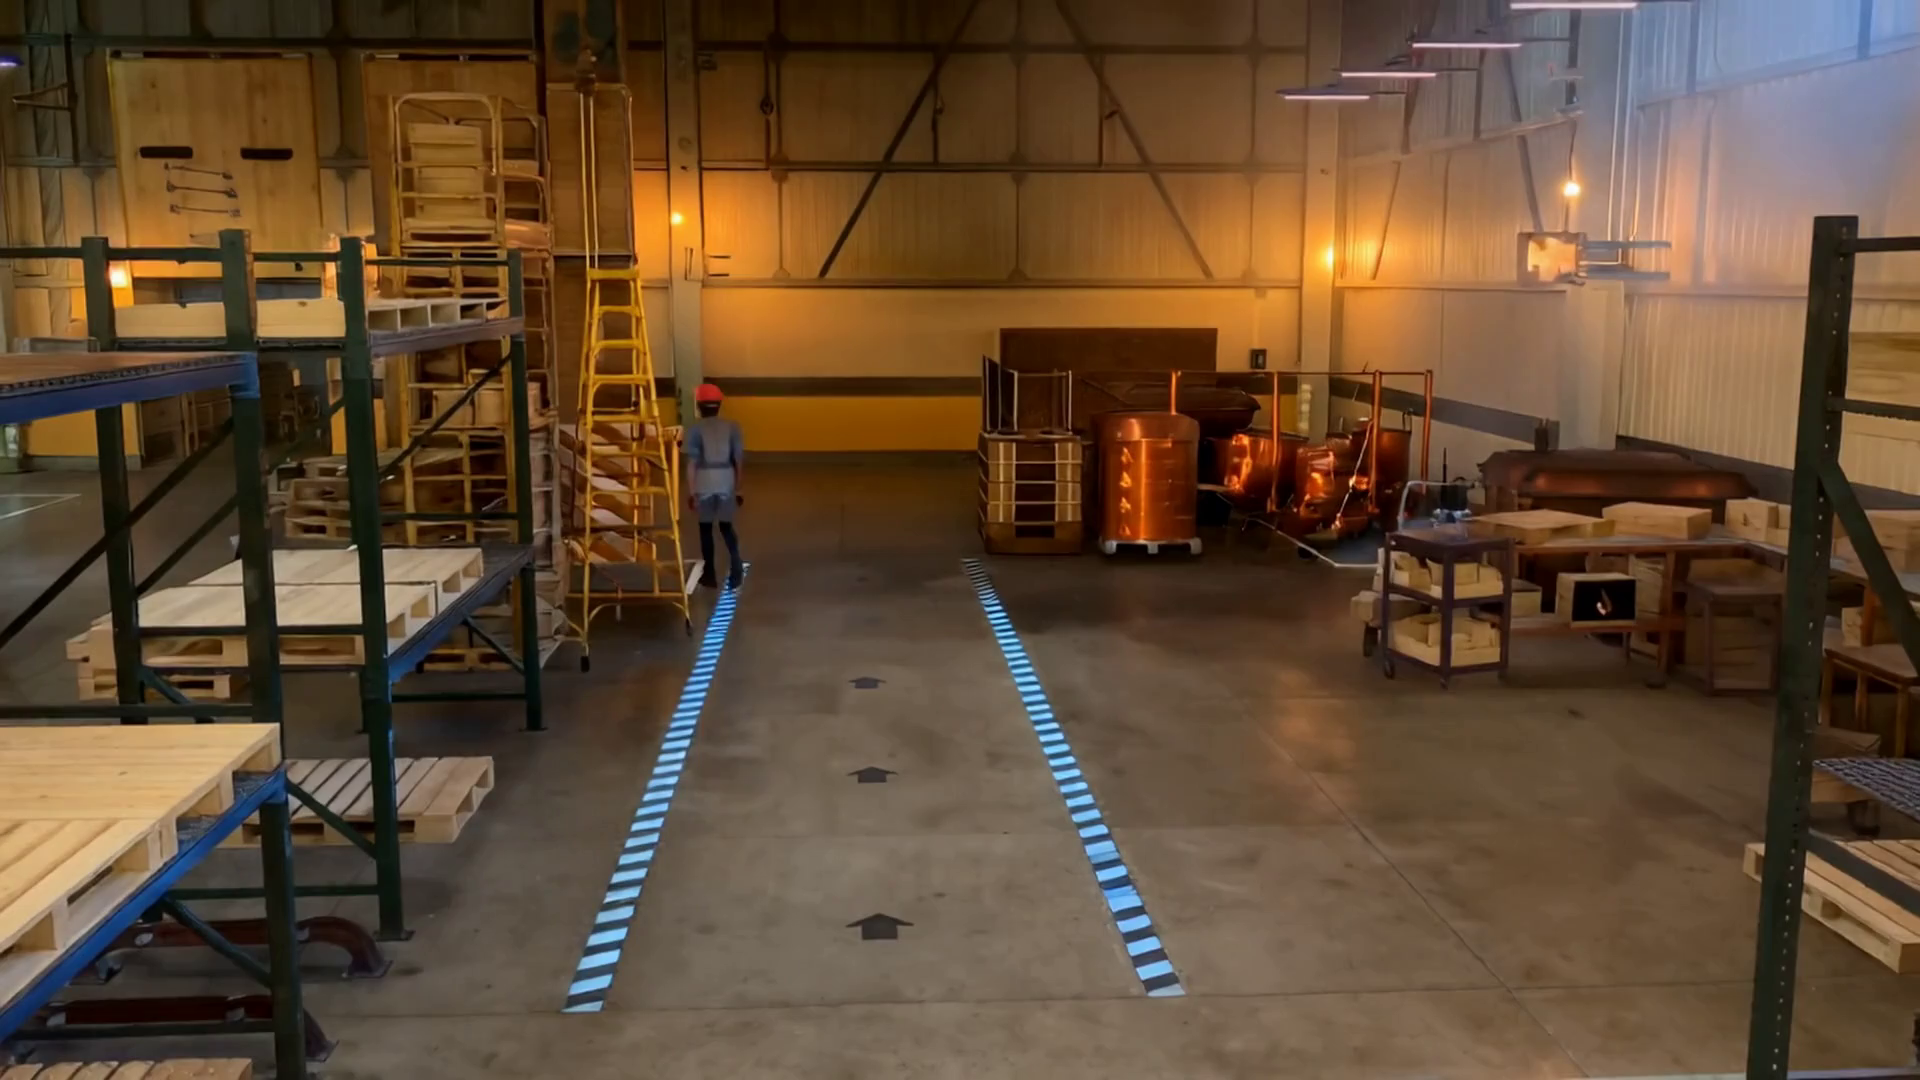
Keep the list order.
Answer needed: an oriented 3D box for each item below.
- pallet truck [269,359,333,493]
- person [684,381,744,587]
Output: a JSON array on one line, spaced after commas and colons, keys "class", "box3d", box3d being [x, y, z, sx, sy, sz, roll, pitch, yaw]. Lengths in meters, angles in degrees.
[{"class": "pallet truck", "box3d": [-7.062, -1.131, 18.996, 1.885, 1.965, 0.823, 2, 9, 13]}, {"class": "person", "box3d": [-2.228, -0.485, 15.187, 0.551, 1.918, 0.653, -4, 10, -26]}]
